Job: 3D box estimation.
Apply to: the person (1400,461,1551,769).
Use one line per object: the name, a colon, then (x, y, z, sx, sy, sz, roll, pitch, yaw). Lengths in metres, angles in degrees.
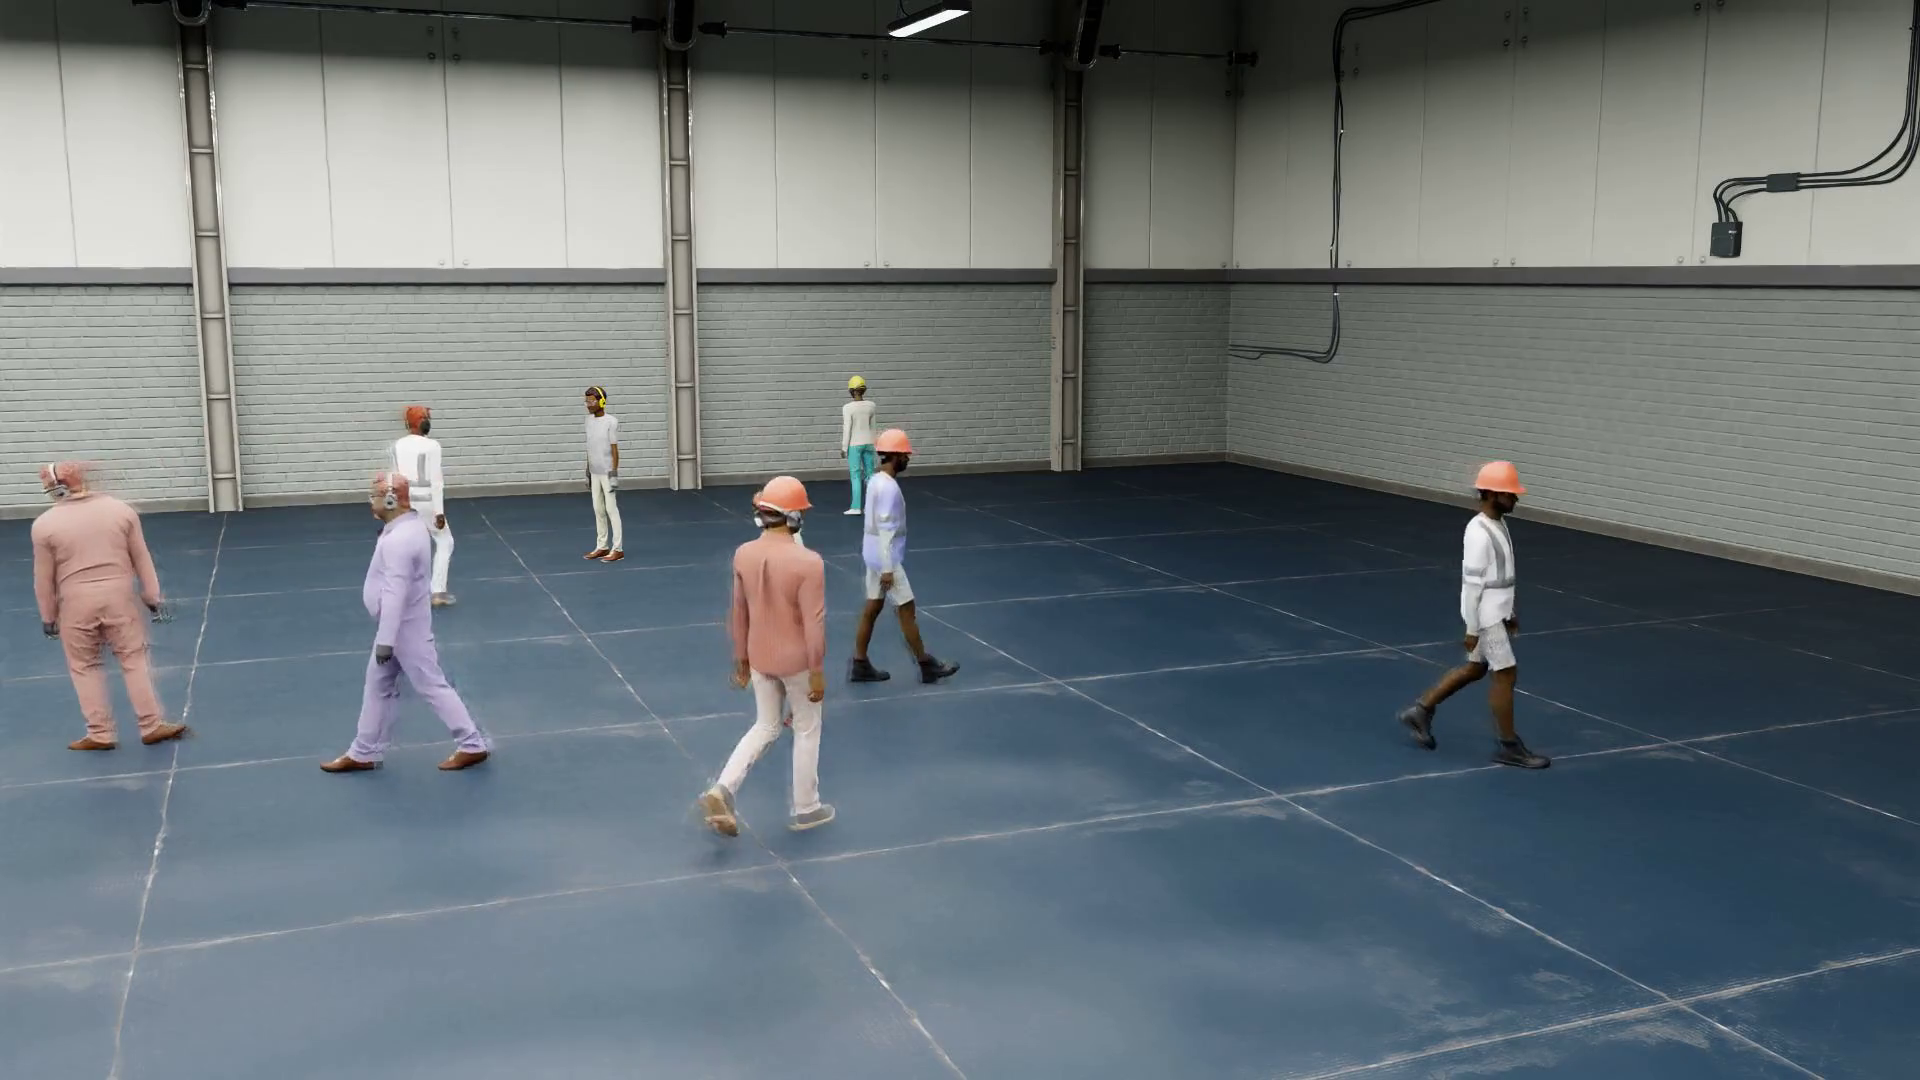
person: (3.221, 0.444, 10.344, 0.899, 1.912, 0.543, 4, 10, 24)

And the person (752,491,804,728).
person: (-1.181, 0.463, 11.168, 0.407, 1.603, 0.547, -5, 10, -28)

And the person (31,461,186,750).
person: (-5.475, 0.415, 10.664, 0.802, 1.870, 0.444, -8, 12, -41)

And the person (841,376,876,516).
person: (-1.287, -1.187, 21.057, 0.524, 1.761, 0.327, -8, 12, -41)

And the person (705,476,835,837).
person: (-1.001, 0.642, 8.911, 0.621, 1.973, 0.783, 6, 11, 35)

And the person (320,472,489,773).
person: (-3.371, 0.511, 10.093, 0.985, 1.862, 0.661, -3, 9, -16)

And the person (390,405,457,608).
person: (-4.843, -0.299, 15.129, 0.615, 1.865, 0.602, 4, 10, 26)

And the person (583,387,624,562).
person: (-3.806, -0.697, 17.670, 0.513, 1.861, 0.314, 7, 11, 37)

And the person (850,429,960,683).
person: (-0.420, 0.131, 12.337, 0.861, 1.899, 0.576, -2, 9, -13)
